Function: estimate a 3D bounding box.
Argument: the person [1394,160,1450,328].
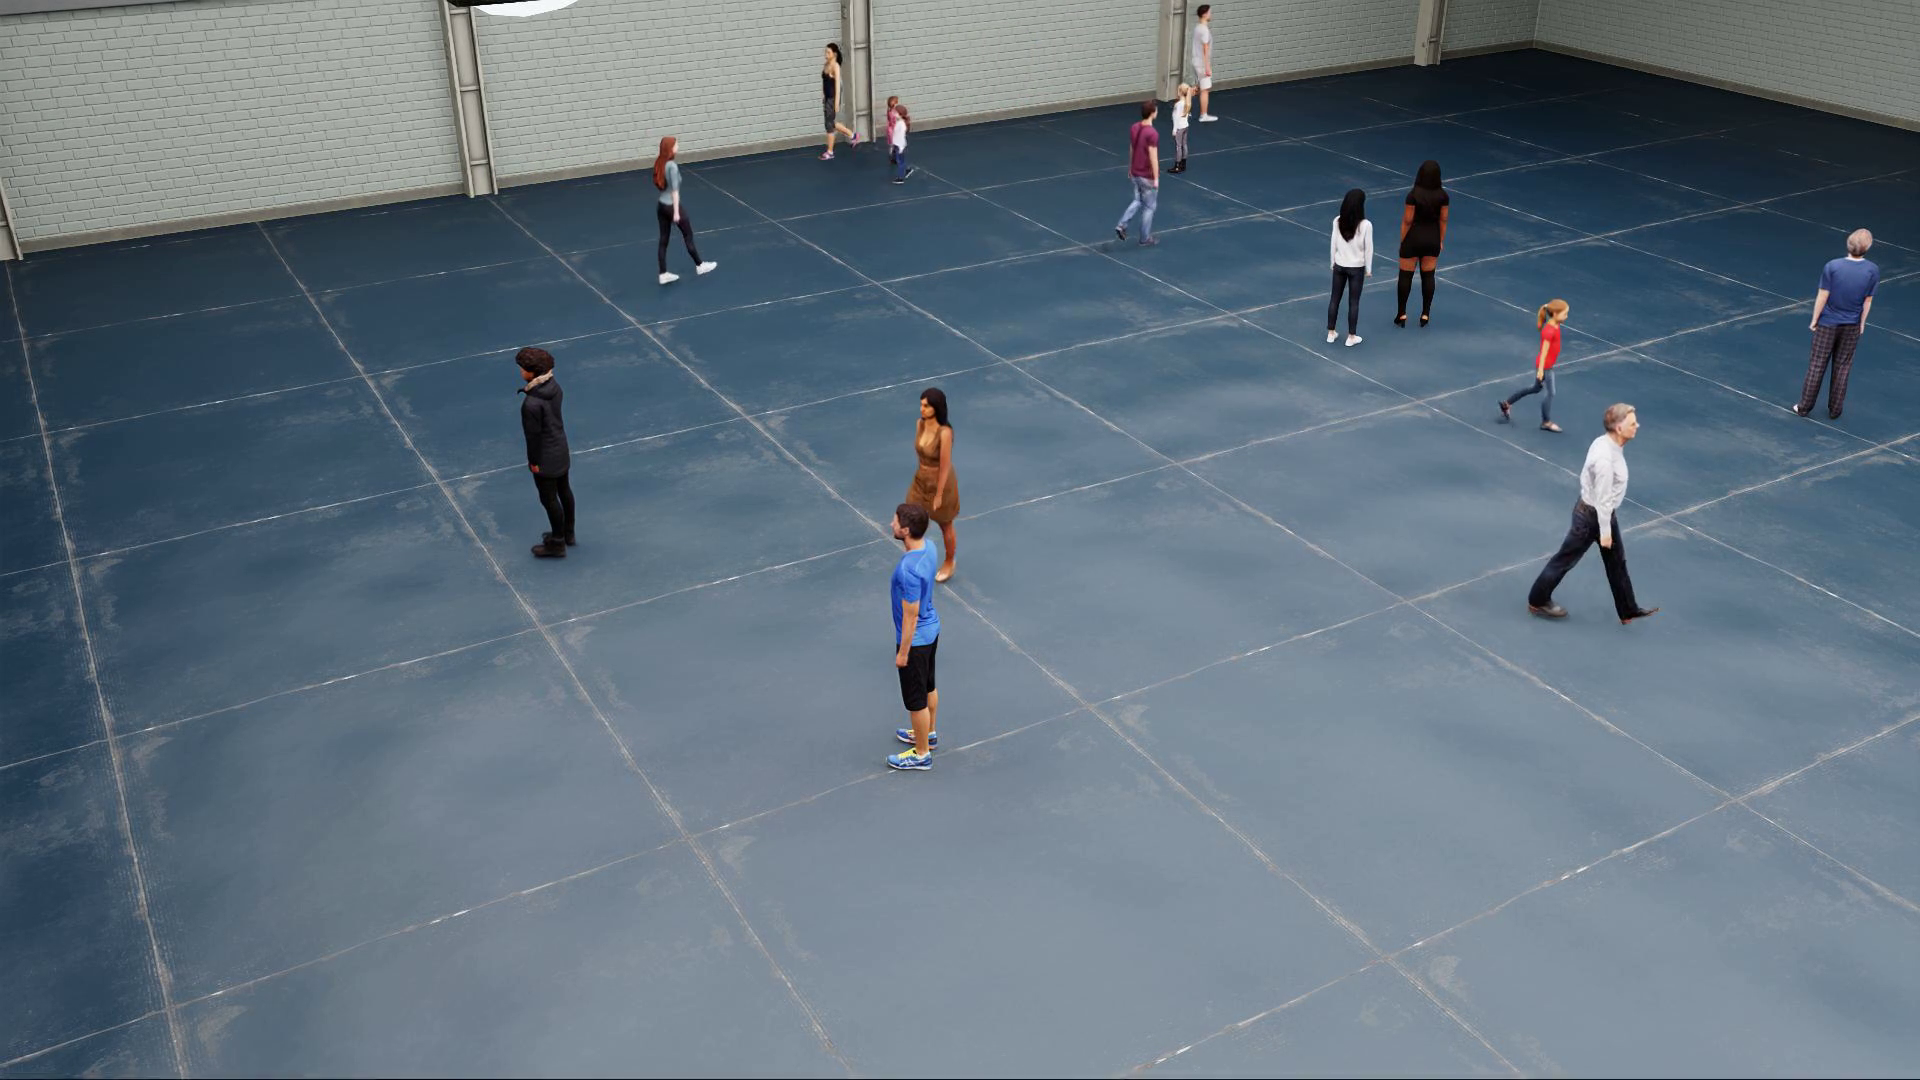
[{"bbox_3d":[5.050,-3.246,18.237,0.707,1.855,0.808,1,27,1],"label":"person"}]

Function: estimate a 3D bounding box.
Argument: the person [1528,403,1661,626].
[{"bbox_3d":[4.631,-0.174,12.365,1.155,1.769,1.203,12,30,23],"label":"person"}]

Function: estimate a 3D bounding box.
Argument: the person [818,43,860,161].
[{"bbox_3d":[-1.815,-6.529,24.774,0.915,1.708,0.646,-11,29,-20],"label":"person"}]

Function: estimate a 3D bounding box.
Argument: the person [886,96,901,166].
[{"bbox_3d":[-1.013,-6.044,24.585,0.430,1.018,0.444,-16,31,-28],"label":"person"}]

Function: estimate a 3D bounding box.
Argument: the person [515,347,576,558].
[{"bbox_3d":[-3.315,-0.722,13.422,0.777,1.776,0.719,7,28,13],"label":"person"}]

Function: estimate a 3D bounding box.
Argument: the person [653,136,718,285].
[{"bbox_3d":[-3.475,-3.852,19.565,1.010,1.717,0.703,-20,33,-33],"label":"person"}]

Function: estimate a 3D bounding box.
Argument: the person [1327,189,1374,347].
[{"bbox_3d":[4.157,-2.924,17.780,0.703,1.700,0.704,17,32,30],"label":"person"}]

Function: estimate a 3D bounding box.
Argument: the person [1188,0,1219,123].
[{"bbox_3d":[3.845,-7.701,26.898,1.029,1.846,0.901,-2,27,-4],"label":"person"}]

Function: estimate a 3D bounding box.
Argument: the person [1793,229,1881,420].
[{"bbox_3d":[8.425,-2.068,15.932,0.731,1.872,0.779,8,28,16],"label":"person"}]

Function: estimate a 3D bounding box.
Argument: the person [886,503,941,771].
[{"bbox_3d":[-0.273,0.613,10.727,0.755,1.869,0.702,6,28,11],"label":"person"}]

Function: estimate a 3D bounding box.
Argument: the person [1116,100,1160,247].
[{"bbox_3d":[2.241,-4.570,20.826,0.851,1.838,0.700,-17,32,-30],"label":"person"}]

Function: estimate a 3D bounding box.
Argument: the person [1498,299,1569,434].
[{"bbox_3d":[5.478,-1.664,15.786,0.841,1.286,0.861,12,30,22],"label":"person"}]

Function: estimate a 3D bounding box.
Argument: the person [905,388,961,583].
[{"bbox_3d":[-0.131,-0.419,12.945,0.776,1.673,0.647,-22,35,-37],"label":"person"}]

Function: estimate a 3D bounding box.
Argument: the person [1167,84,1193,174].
[{"bbox_3d":[3.227,-6.006,24.226,0.624,1.279,0.539,18,32,32],"label":"person"}]

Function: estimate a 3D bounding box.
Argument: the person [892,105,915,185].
[{"bbox_3d":[-0.807,-5.650,23.727,0.613,1.103,0.495,-10,29,-18],"label":"person"}]
